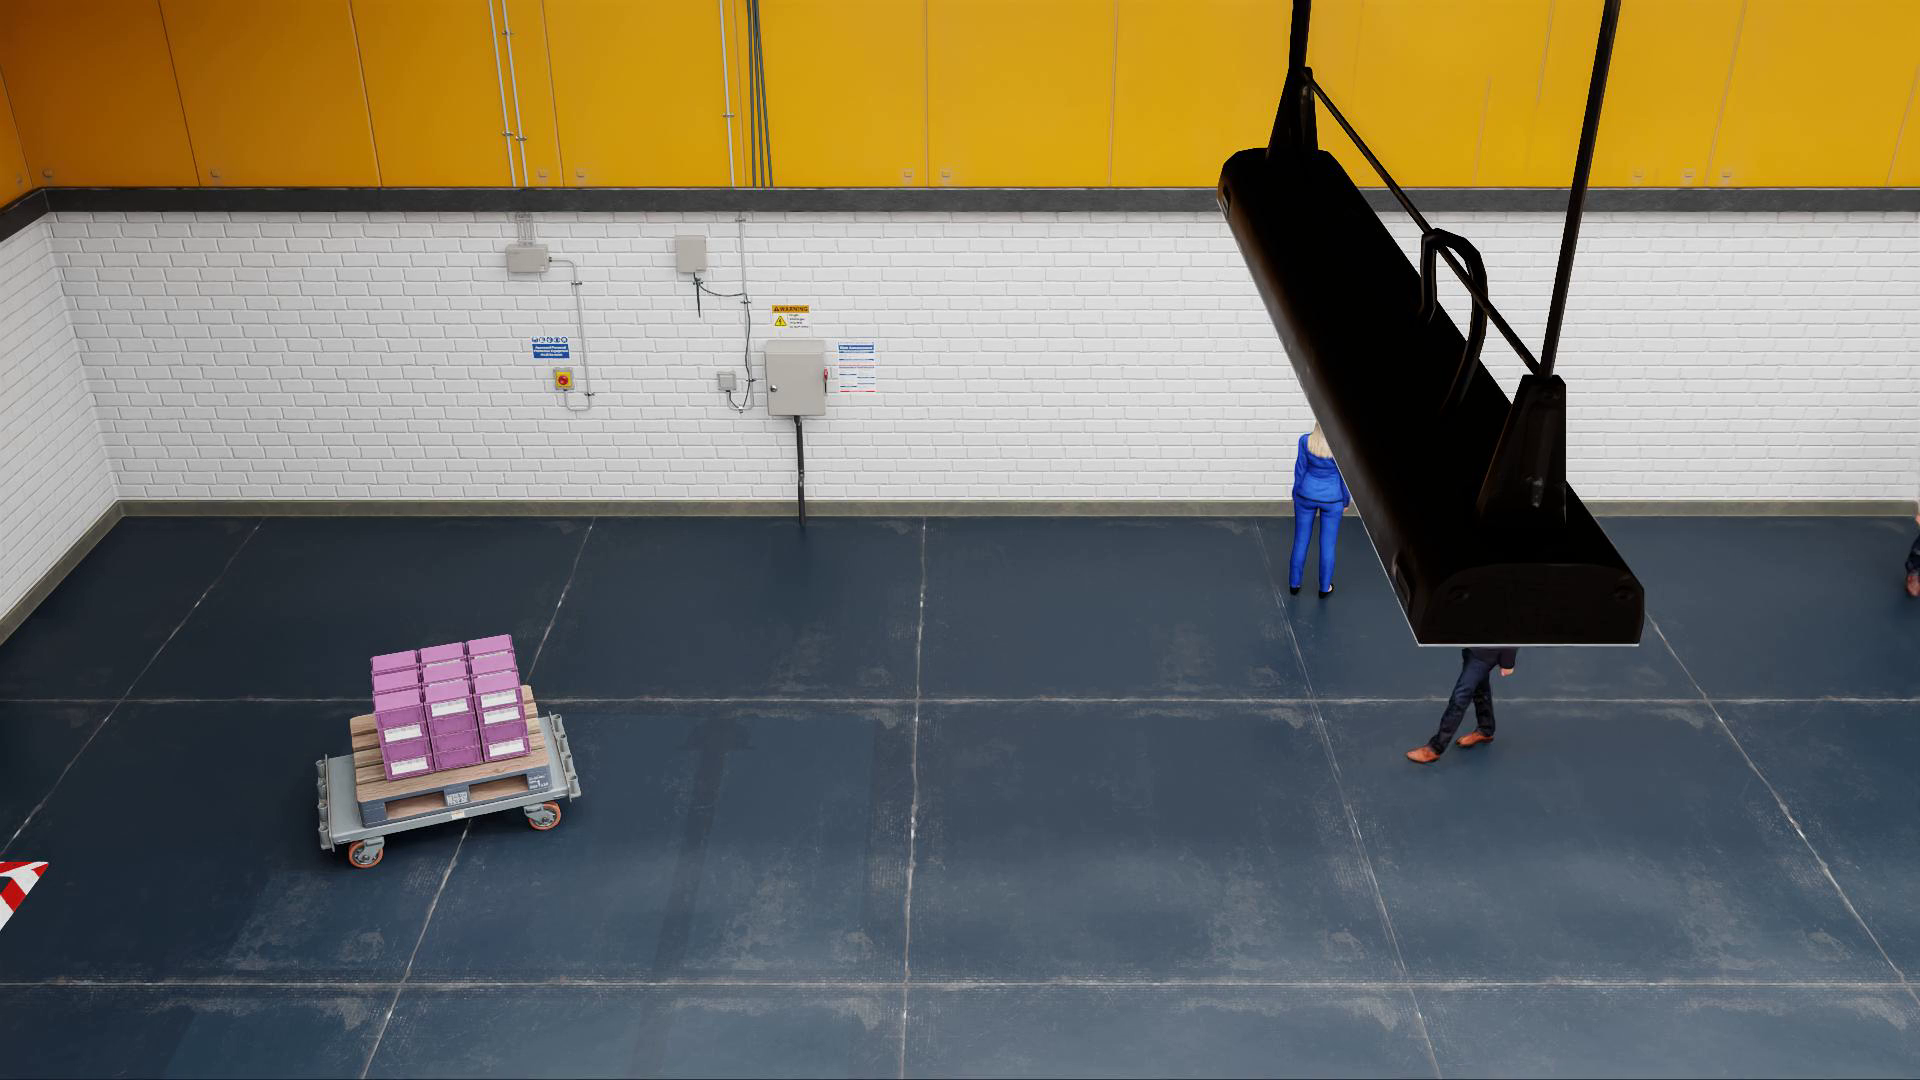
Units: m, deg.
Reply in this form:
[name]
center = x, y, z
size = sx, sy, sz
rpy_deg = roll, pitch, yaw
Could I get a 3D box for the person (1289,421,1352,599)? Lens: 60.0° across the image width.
[person]
center = 2.926, -0.320, 13.549
size = 0.694, 1.700, 0.662
rpy_deg = 10, 30, 17
